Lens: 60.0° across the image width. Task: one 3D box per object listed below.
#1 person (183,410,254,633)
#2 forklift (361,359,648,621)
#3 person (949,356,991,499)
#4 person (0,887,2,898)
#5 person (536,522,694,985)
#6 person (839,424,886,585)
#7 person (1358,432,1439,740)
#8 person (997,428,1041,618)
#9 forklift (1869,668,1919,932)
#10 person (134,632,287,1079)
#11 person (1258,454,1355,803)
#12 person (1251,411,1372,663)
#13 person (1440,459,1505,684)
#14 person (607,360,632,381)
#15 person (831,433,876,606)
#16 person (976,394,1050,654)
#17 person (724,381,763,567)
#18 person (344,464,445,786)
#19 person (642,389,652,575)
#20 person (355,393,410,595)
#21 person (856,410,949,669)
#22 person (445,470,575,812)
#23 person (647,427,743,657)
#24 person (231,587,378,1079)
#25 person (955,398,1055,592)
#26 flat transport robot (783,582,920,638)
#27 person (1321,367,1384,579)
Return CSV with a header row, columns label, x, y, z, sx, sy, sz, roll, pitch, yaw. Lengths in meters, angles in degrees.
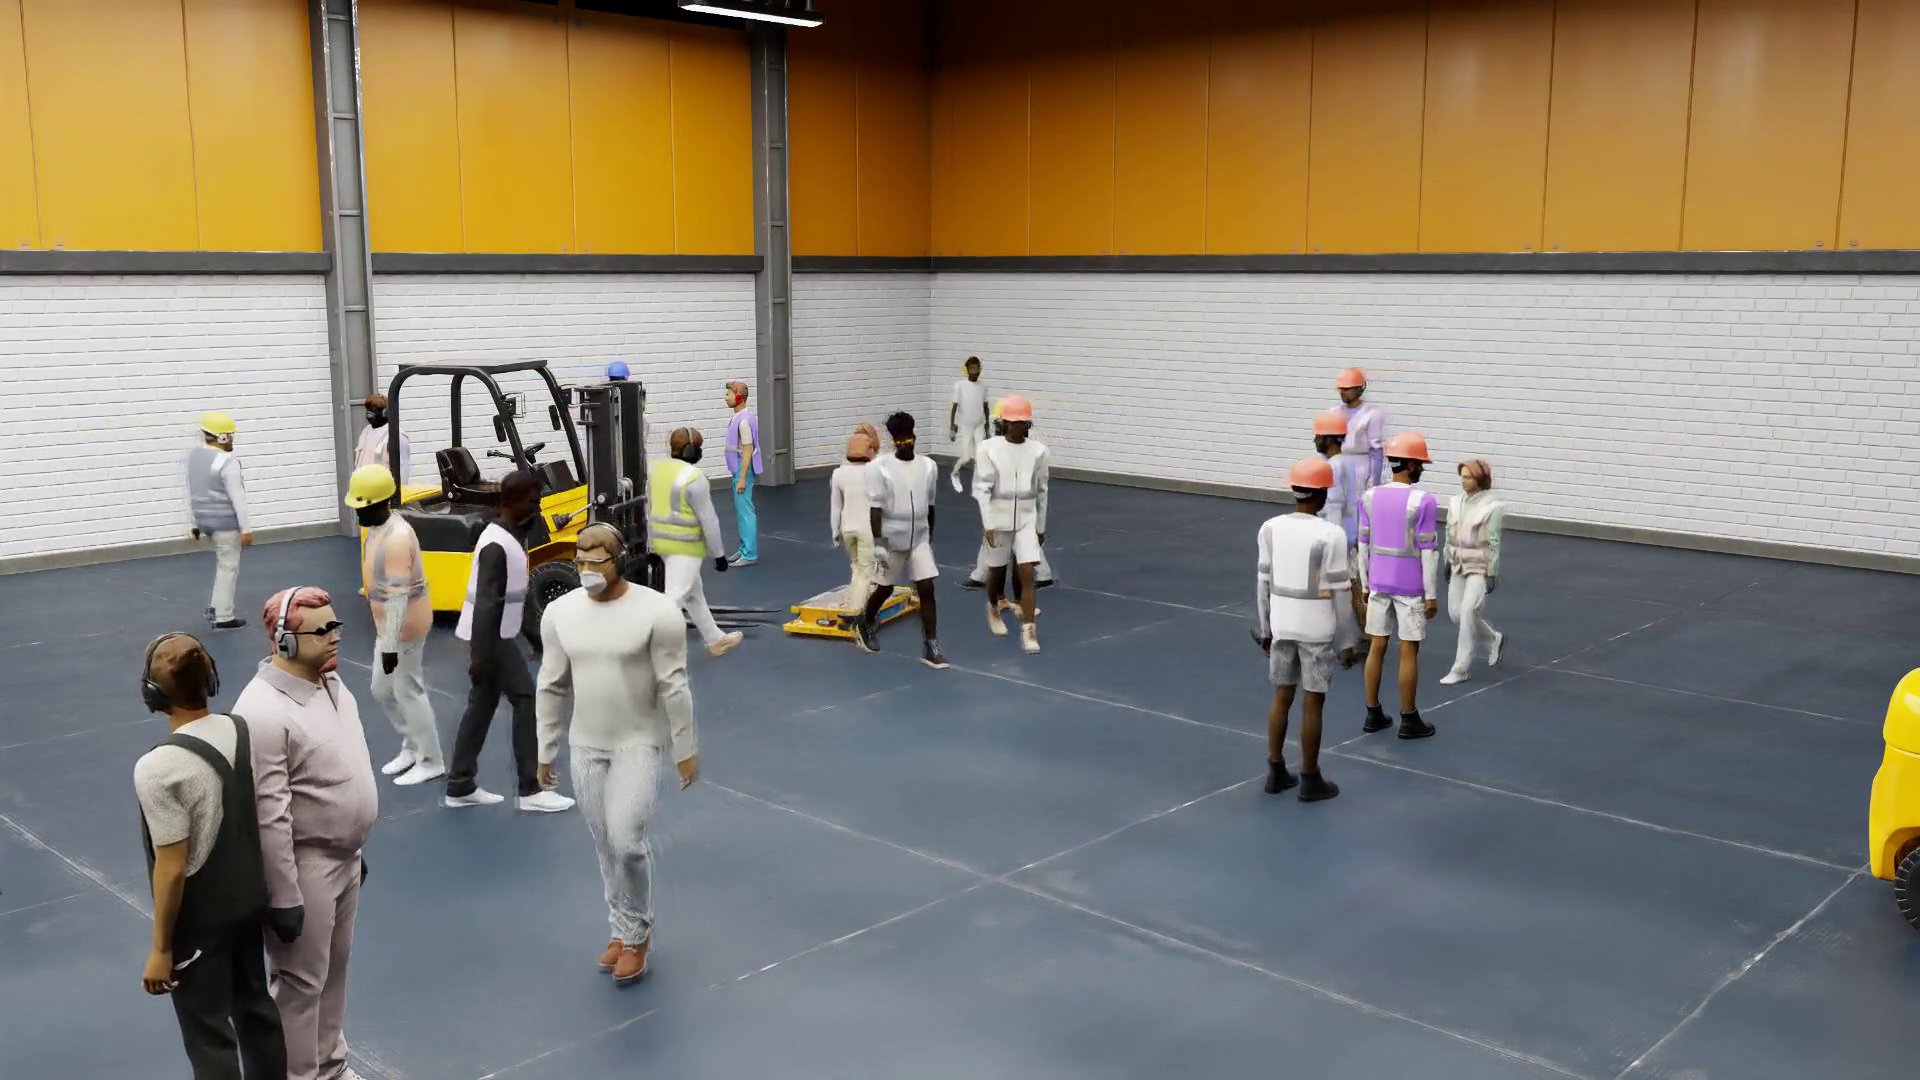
label,x,y,z,sx,sy,sz,roll,pitch,yaw
person,-5.982,-0.150,13.531,0.617,1.808,0.470,5,11,30
forklift,-3.850,-0.407,13.936,2.313,2.155,1.214,2,9,11
person,0.128,-1.453,21.412,0.555,1.848,0.523,-4,10,-24
person,-3.587,1.088,5.729,0.672,1.880,0.755,3,10,18
person,-1.462,0.882,6.861,0.661,1.920,0.581,3,10,16
person,-0.831,-0.221,14.642,0.508,1.586,0.830,2,10,14
person,2.776,0.286,10.496,0.376,1.931,0.542,-8,13,-42
person,0.463,-0.189,14.139,0.321,1.691,0.530,-7,12,-37
forklift,5.205,0.723,7.013,2.313,2.155,1.214,9,13,43
person,-2.359,1.192,5.214,0.346,1.842,0.505,2,10,13
person,1.914,0.490,9.228,0.366,1.937,0.551,-9,13,-44
person,2.731,-0.026,12.541,0.997,1.880,0.565,5,11,30
person,3.712,0.214,11.911,0.631,1.617,0.520,-5,10,-26
person,-3.864,-1.047,18.668,0.620,1.931,0.725,9,13,43
person,-0.761,-0.070,13.641,0.510,1.617,0.610,5,10,28
person,0.404,-0.162,13.050,0.597,2.002,0.993,-2,9,-9
person,-2.157,-0.655,16.523,0.386,1.845,0.567,-2,10,-14
person,-3.192,0.490,9.389,0.531,1.878,0.630,-6,11,-31
person,-3.069,-0.537,15.825,0.760,1.841,0.535,7,12,37
person,-5.188,-0.392,14.919,0.633,1.846,0.429,8,12,39
person,-0.465,-0.030,12.474,0.598,1.925,0.917,-5,10,-27
person,-2.452,0.553,9.051,0.821,1.872,0.580,-2,9,-11
person,-1.962,0.063,12.281,0.957,1.790,0.653,-8,12,-39
person,-2.164,1.095,5.609,0.407,1.908,0.641,0,9,-1
person,0.451,-0.397,15.138,0.924,1.786,0.611,0,9,-3
flat transport robot,-0.855,0.564,13.869,0.652,0.197,1.431,4,10,22
person,3.672,-0.621,15.775,0.617,2.022,0.609,-6,11,-34
